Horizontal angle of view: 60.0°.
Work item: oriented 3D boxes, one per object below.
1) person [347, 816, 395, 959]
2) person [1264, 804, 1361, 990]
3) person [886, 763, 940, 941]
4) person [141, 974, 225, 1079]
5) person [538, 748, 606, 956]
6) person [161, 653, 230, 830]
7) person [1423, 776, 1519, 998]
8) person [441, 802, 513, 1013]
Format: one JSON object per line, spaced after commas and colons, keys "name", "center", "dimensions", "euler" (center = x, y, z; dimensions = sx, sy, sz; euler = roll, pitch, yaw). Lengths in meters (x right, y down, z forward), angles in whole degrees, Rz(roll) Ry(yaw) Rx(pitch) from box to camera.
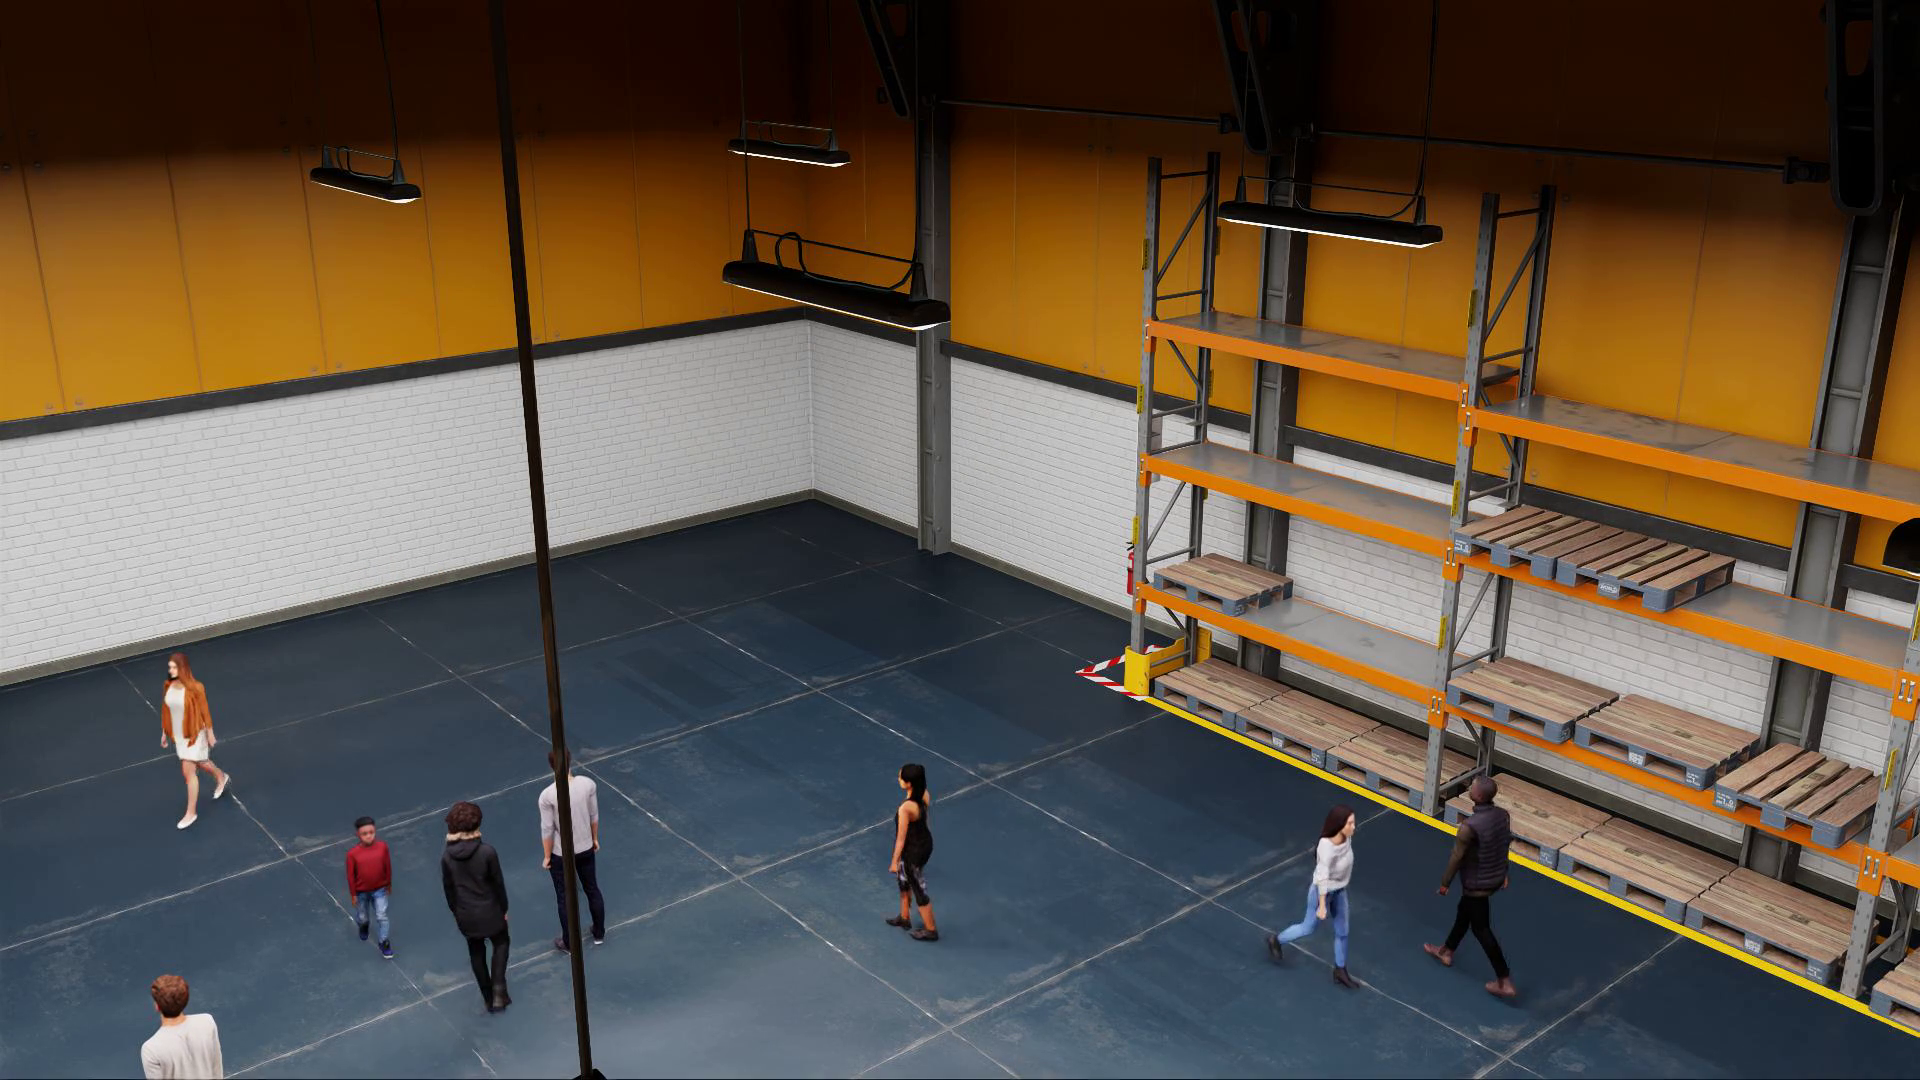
{"name": "person", "center": [-4.919, 2.859, 13.829], "dimensions": [0.576, 1.244, 0.734], "euler": [-10, 21, -27]}
{"name": "person", "center": [2.867, 2.829, 13.362], "dimensions": [1.102, 1.598, 0.753], "euler": [15, 24, 38]}
{"name": "person", "center": [-0.299, 2.619, 13.906], "dimensions": [0.875, 1.649, 0.796], "euler": [7, 20, 19]}
{"name": "person", "center": [-4.884, 3.611, 10.559], "dimensions": [0.666, 1.905, 0.714], "euler": [13, 22, 33]}
{"name": "person", "center": [-3.214, 2.557, 13.788], "dimensions": [0.665, 1.842, 0.548], "euler": [-13, 23, -34]}
{"name": "person", "center": [-7.416, 1.855, 16.114], "dimensions": [1.117, 1.688, 1.031], "euler": [6, 20, 18]}
{"name": "person", "center": [4.198, 2.774, 13.213], "dimensions": [0.717, 1.798, 1.138], "euler": [-14, 23, -36]}
{"name": "person", "center": [-3.743, 2.908, 12.877], "dimensions": [0.784, 1.758, 0.834], "euler": [0, 19, 1]}
